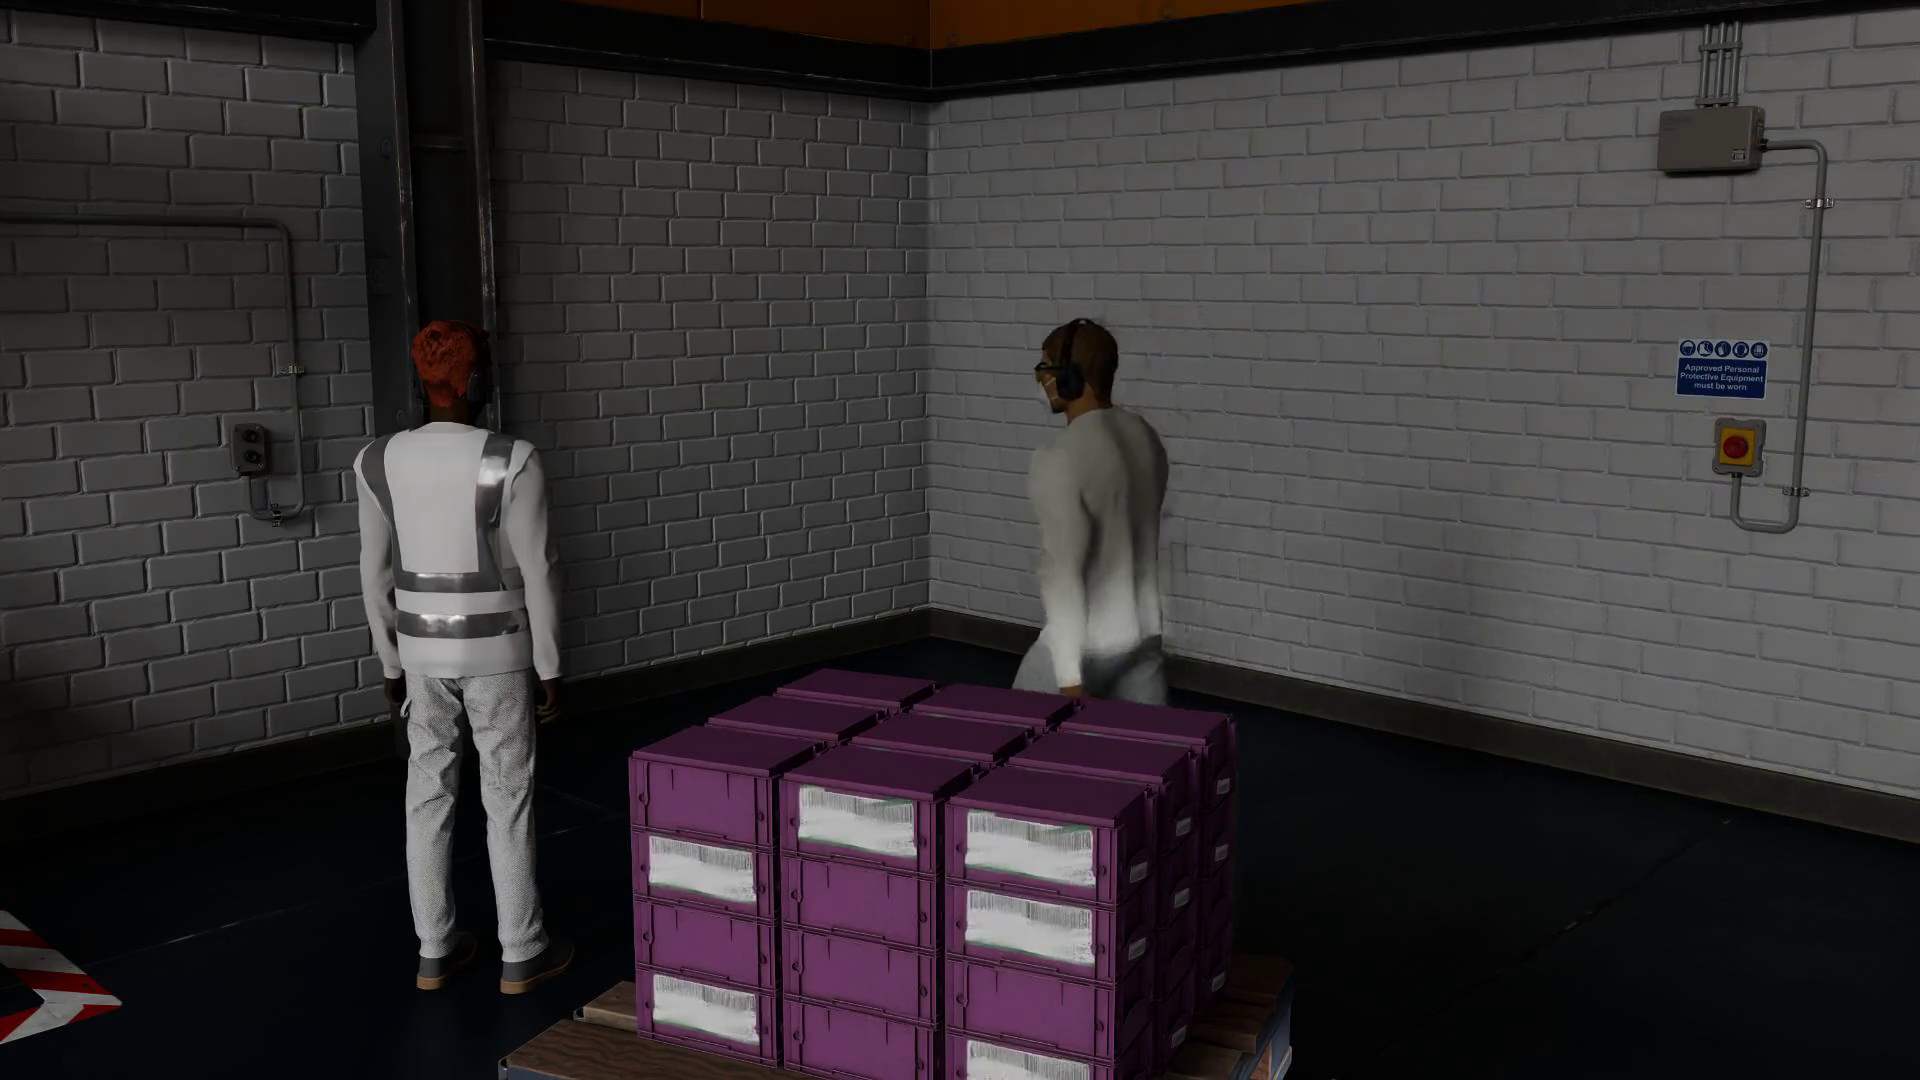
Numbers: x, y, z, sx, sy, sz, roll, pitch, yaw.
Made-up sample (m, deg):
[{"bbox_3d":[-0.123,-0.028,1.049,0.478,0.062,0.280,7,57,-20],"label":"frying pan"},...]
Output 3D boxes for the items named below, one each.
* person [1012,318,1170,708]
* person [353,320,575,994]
[{"bbox_3d":[0.361,0.293,4.932,1.044,1.881,0.646,8,12,39],"label":"person"},{"bbox_3d":[-1.368,0.336,4.638,0.575,1.882,0.355,2,9,10],"label":"person"}]
